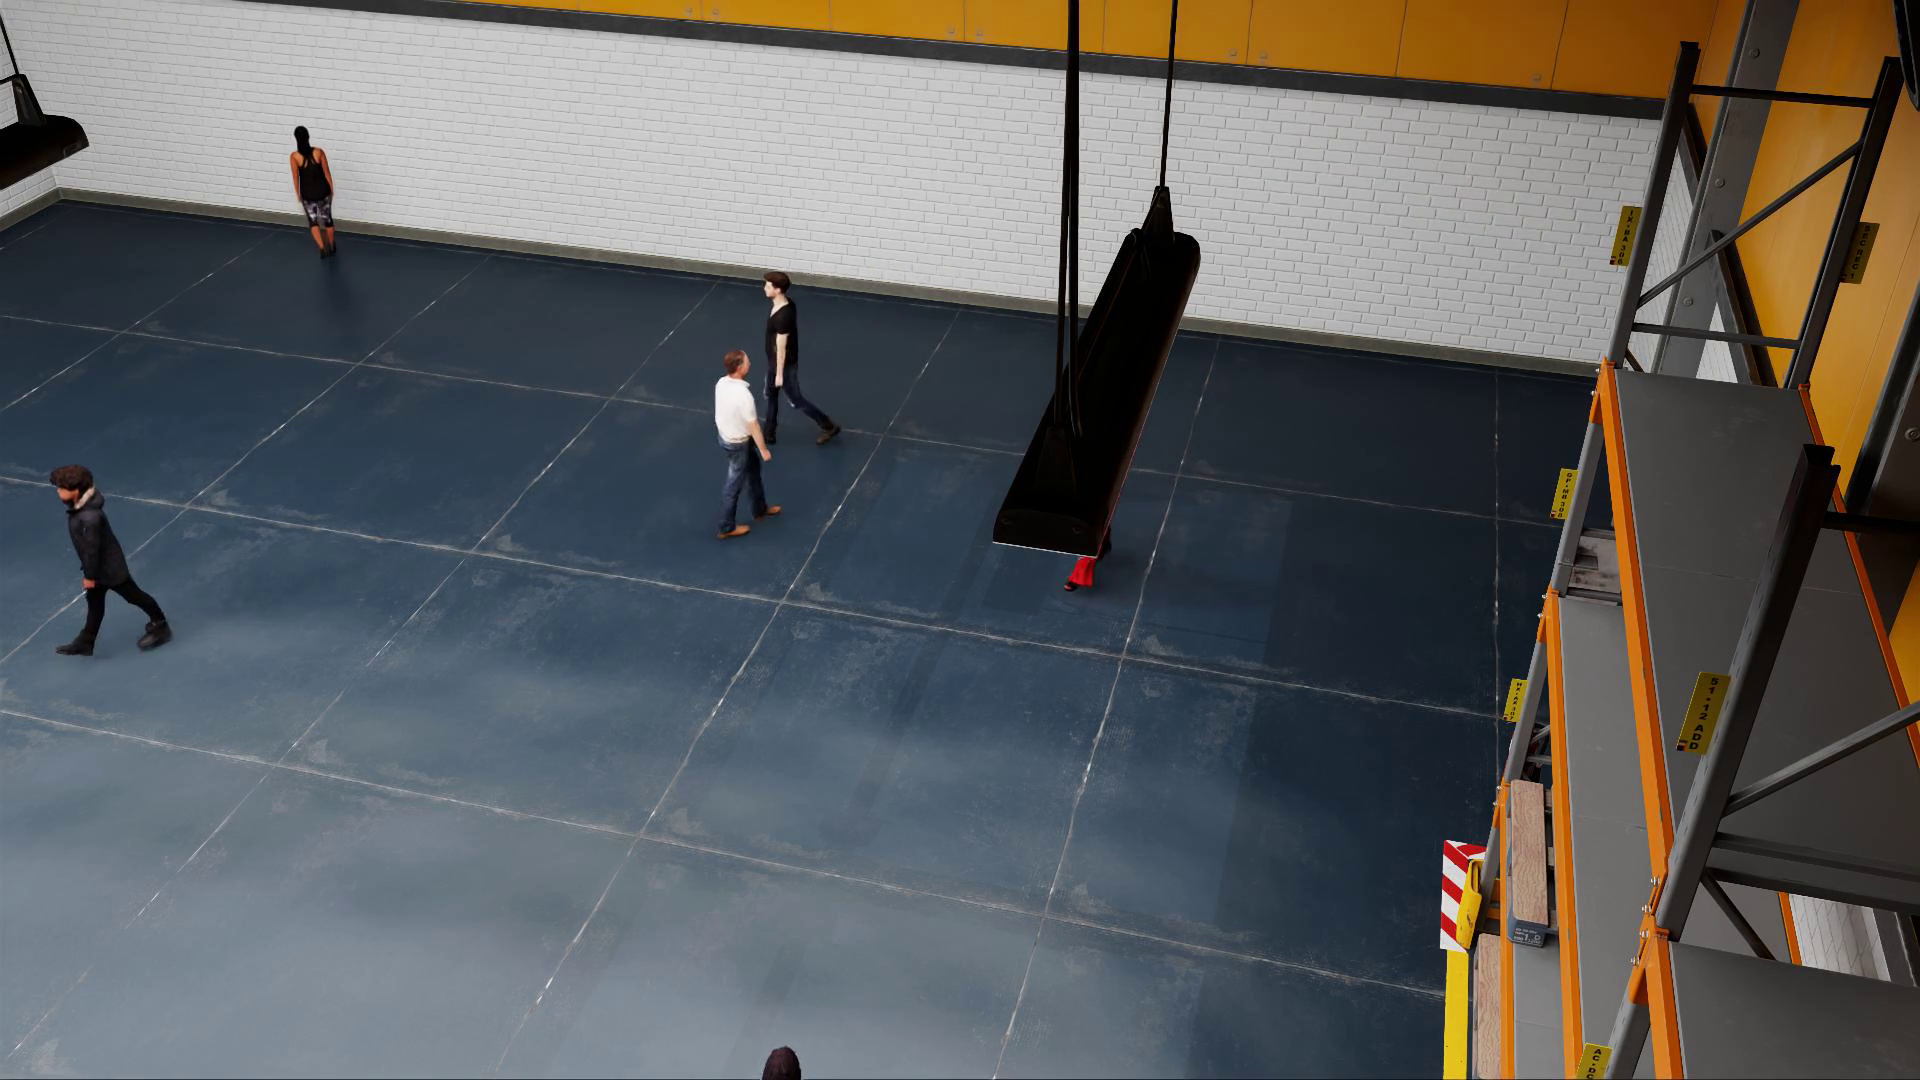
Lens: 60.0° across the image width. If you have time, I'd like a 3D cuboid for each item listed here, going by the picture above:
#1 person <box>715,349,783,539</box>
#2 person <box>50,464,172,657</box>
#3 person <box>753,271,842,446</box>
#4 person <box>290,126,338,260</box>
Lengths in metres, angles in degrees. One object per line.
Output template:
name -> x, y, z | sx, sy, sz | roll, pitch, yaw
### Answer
person -> -2.078, -0.821, 14.833 | 1.031, 1.831, 0.984 | -15, 36, -21
person -> -6.827, 0.163, 13.446 | 1.174, 1.729, 1.029 | -24, 41, -32
person -> -1.617, -1.712, 16.142 | 1.045, 1.867, 1.228 | -4, 34, -6
person -> -7.780, -4.197, 20.064 | 0.803, 1.665, 0.865 | -17, 37, -24
